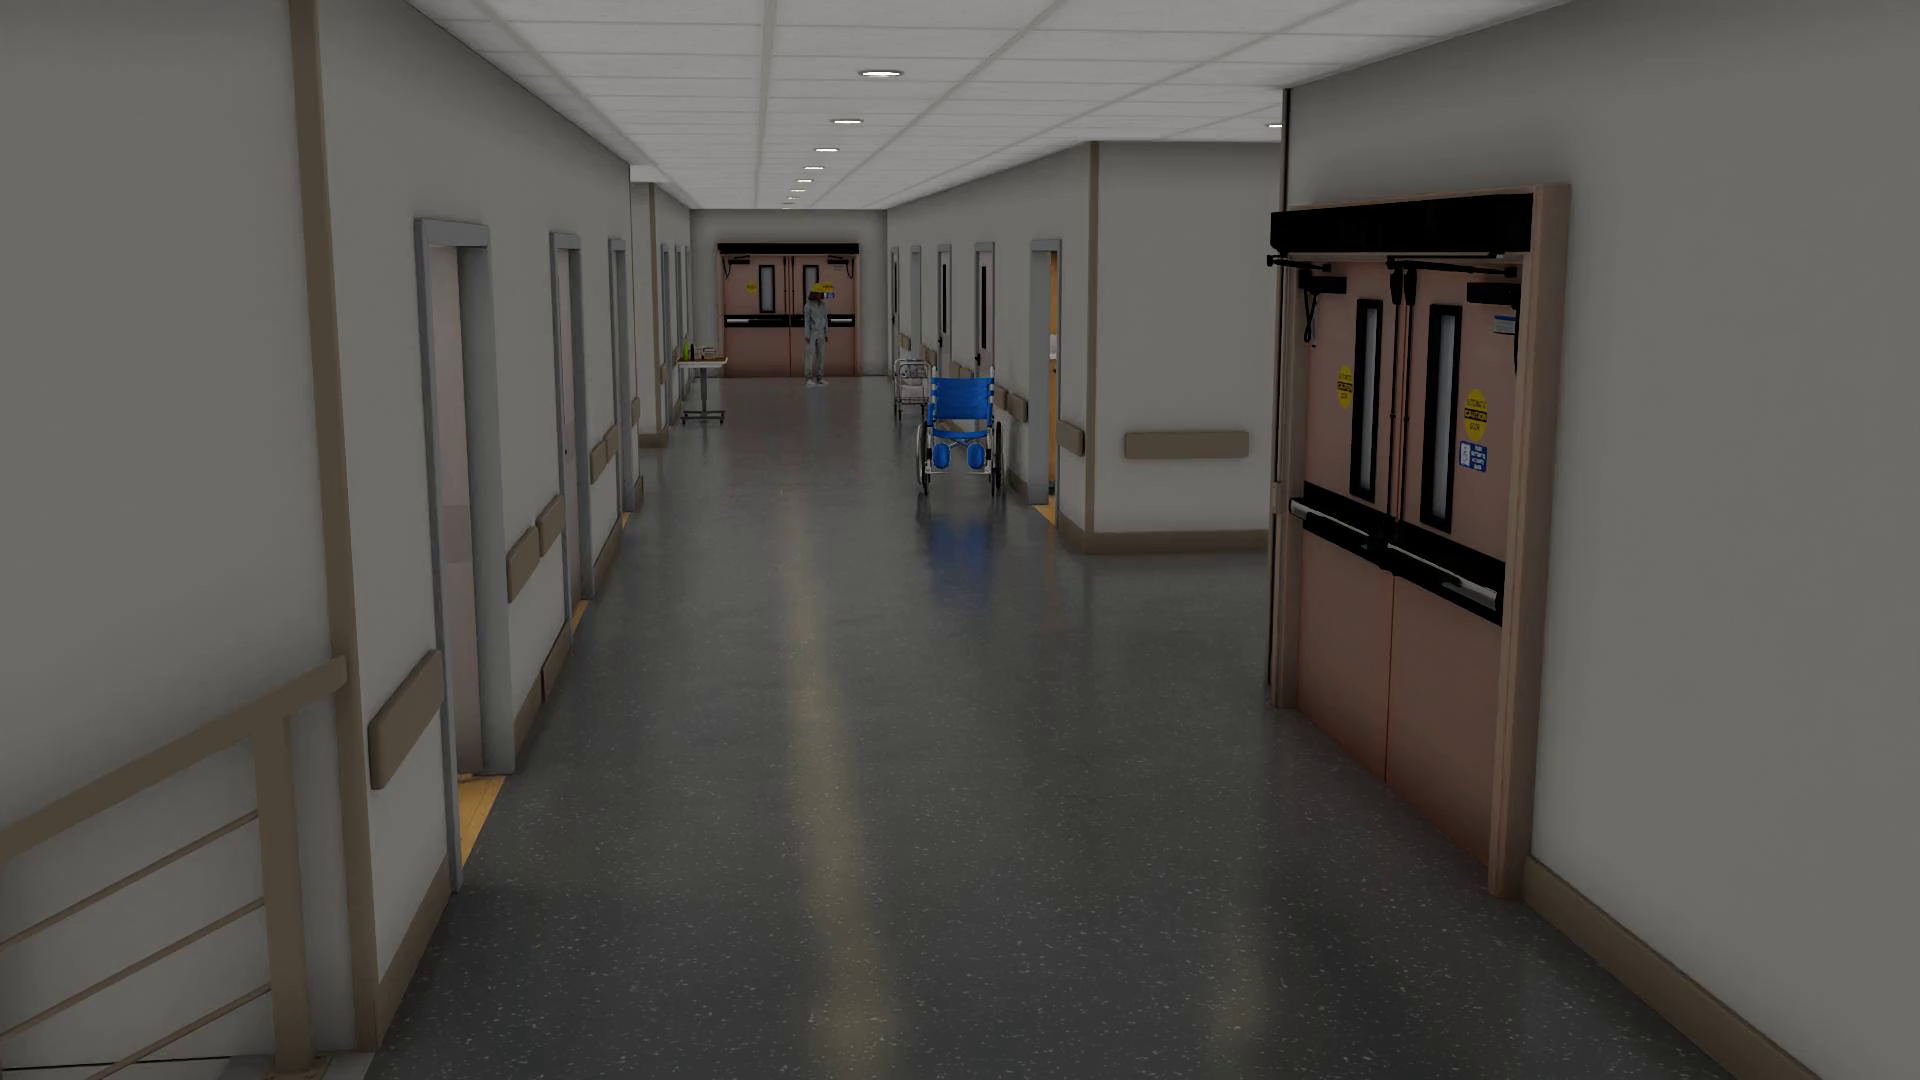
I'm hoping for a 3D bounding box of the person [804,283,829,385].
[{"bbox_3d":[-2.430,-3.487,28.236,0.362,1.731,0.481,9,13,42],"label":"person"}]
